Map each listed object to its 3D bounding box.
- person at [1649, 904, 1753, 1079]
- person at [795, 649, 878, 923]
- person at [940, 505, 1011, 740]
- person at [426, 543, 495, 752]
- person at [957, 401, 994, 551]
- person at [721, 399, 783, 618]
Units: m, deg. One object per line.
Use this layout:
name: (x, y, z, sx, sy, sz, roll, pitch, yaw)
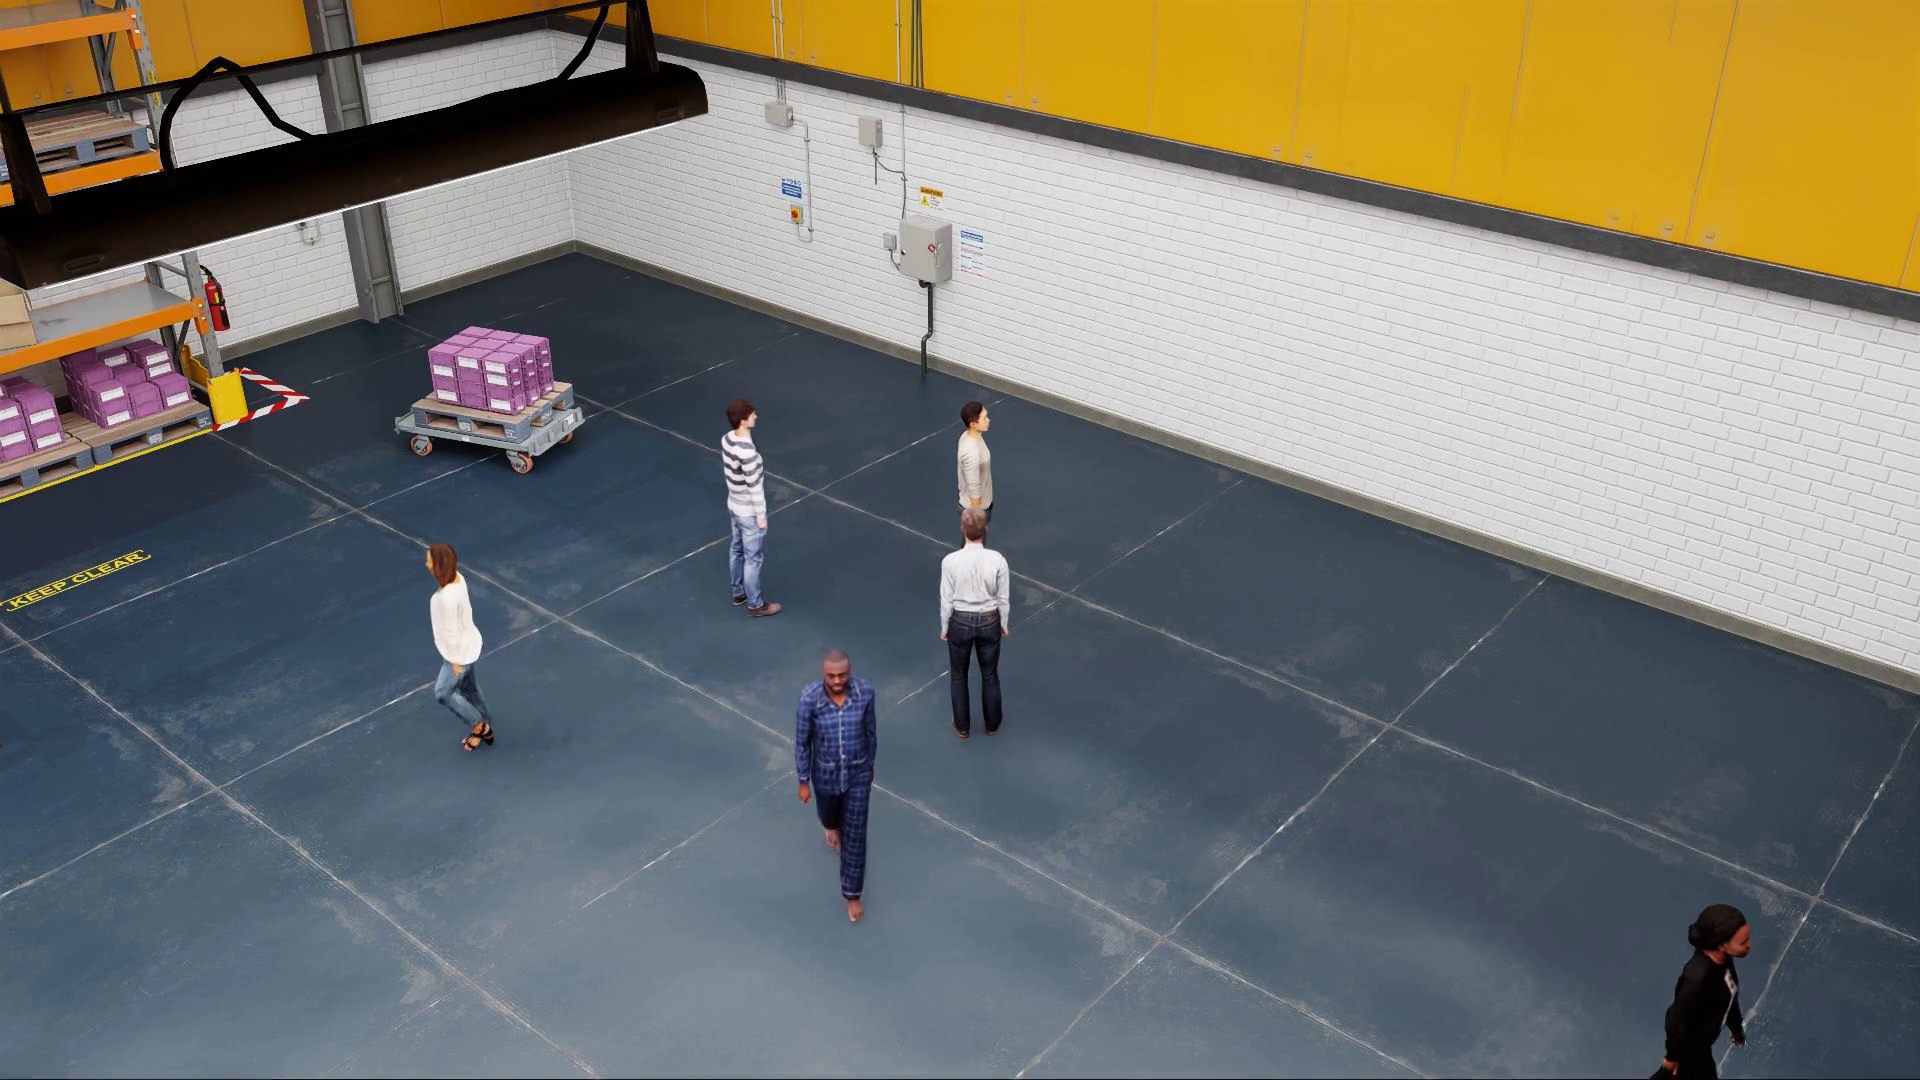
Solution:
person: (3.683, 2.513, 8.543, 0.687, 1.655, 0.713, 18, 34, 30)
person: (-0.757, 1.419, 10.414, 1.170, 1.785, 1.177, -4, 29, -7)
person: (0.099, 0.590, 11.900, 0.728, 1.817, 0.784, -2, 29, -4)
person: (-3.445, 0.767, 11.730, 0.787, 1.669, 0.740, -5, 29, -9)
person: (0.104, -0.294, 13.526, 0.788, 1.812, 0.712, -1, 29, -1)
person: (-1.736, -0.269, 13.436, 0.649, 1.854, 0.711, -16, 32, -27)
